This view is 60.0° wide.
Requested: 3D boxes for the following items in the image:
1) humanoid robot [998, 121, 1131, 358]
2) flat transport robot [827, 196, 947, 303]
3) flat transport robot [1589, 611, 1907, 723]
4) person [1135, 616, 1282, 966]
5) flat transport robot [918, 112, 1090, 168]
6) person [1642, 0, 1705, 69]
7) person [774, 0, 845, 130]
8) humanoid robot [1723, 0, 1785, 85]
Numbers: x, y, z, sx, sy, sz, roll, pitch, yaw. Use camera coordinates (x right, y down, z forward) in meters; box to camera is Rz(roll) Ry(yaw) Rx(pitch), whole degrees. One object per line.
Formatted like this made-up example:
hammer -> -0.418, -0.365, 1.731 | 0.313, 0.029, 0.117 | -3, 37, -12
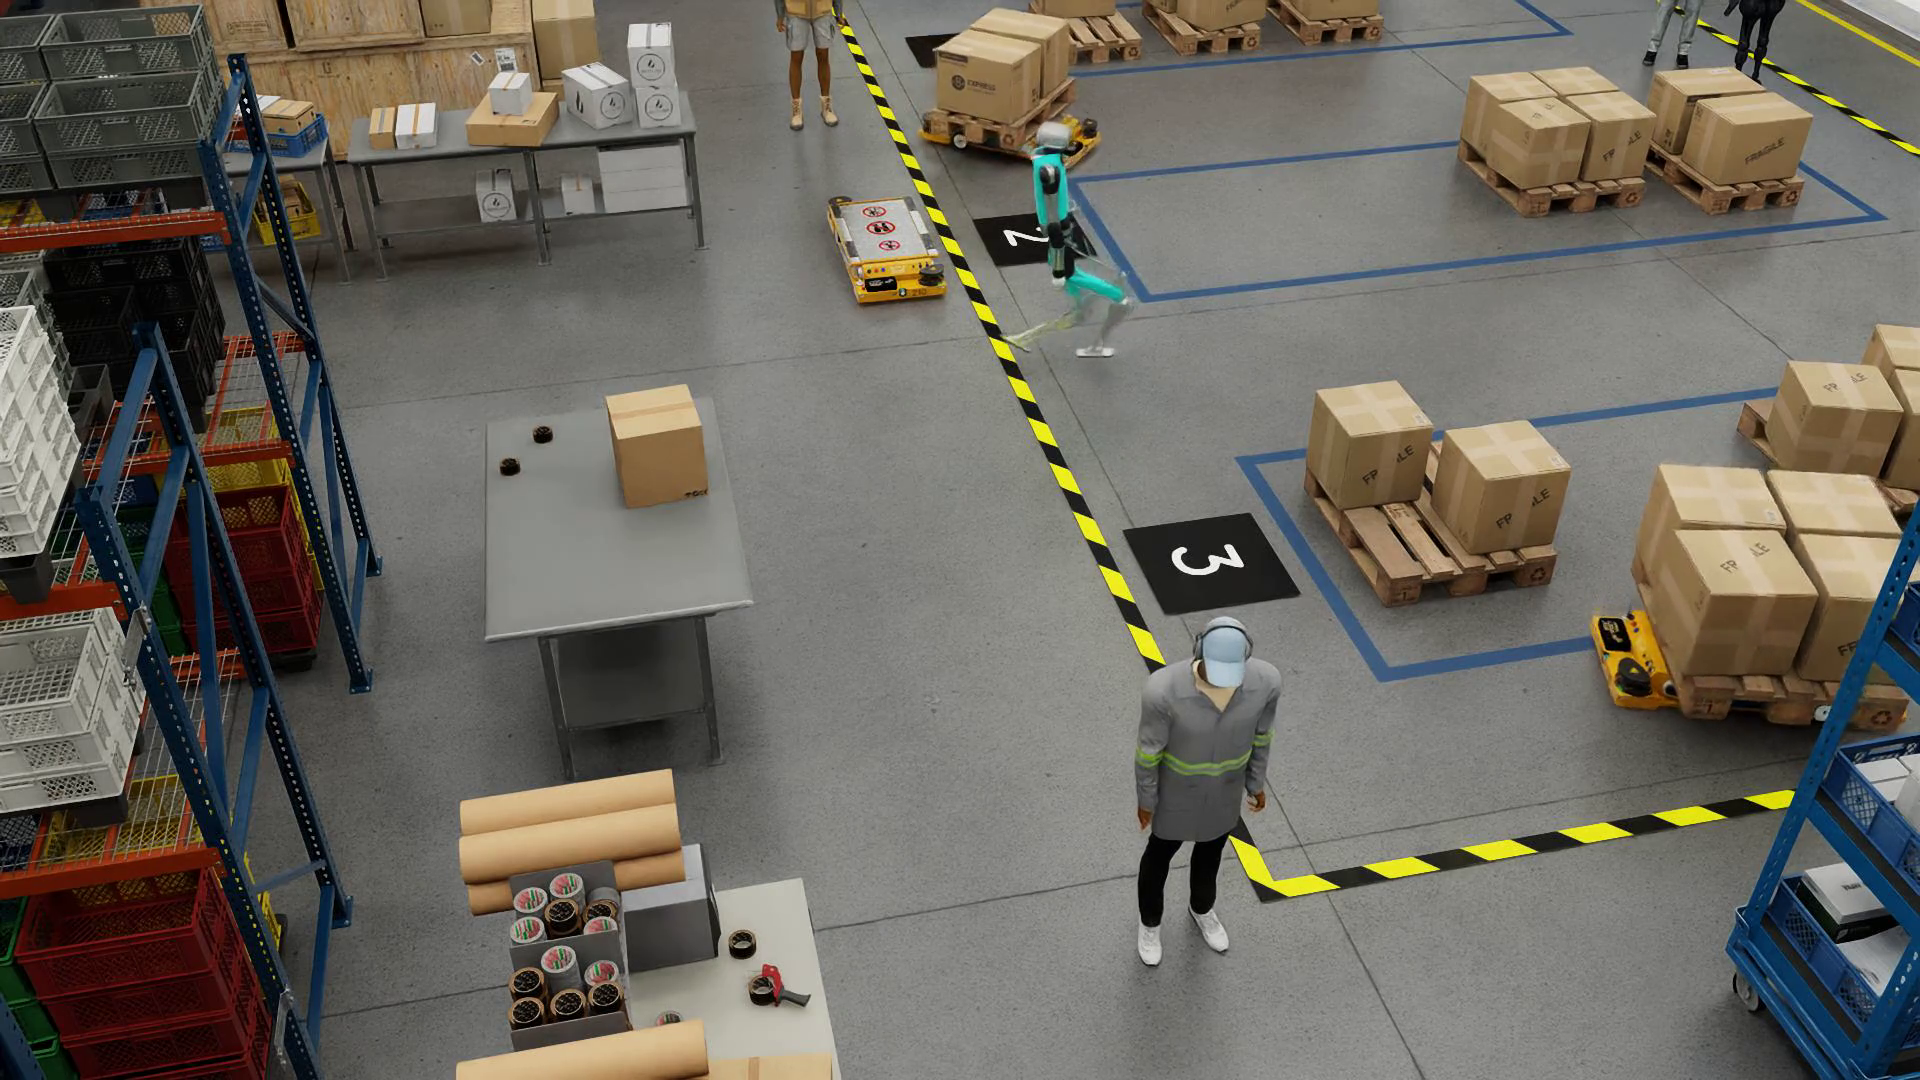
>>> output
humanoid robot -> 0.758, -1.878, 10.840 | 1.008, 1.734, 0.541 | 0, 37, 0
flat transport robot -> -0.570, -2.220, 12.538 | 0.659, 0.231, 1.431 | -8, 37, -10
flat transport robot -> 4.102, 0.629, 8.685 | 1.431, 0.197, 0.652 | 3, 37, 4
person -> 1.000, 1.032, 6.846 | 0.588, 1.846, 0.406 | -7, 37, -9
flat transport robot -> 0.423, -3.525, 14.268 | 1.431, 0.197, 0.652 | 16, 40, 21
person -> 6.747, -5.275, 15.335 | 0.601, 1.827, 0.404 | 11, 38, 14
person -> -1.274, -4.503, 14.129 | 0.604, 2.034, 0.388 | -8, 37, -10
humanoid robot -> 7.205, -4.902, 14.952 | 0.599, 1.655, 0.315 | -13, 39, -17
